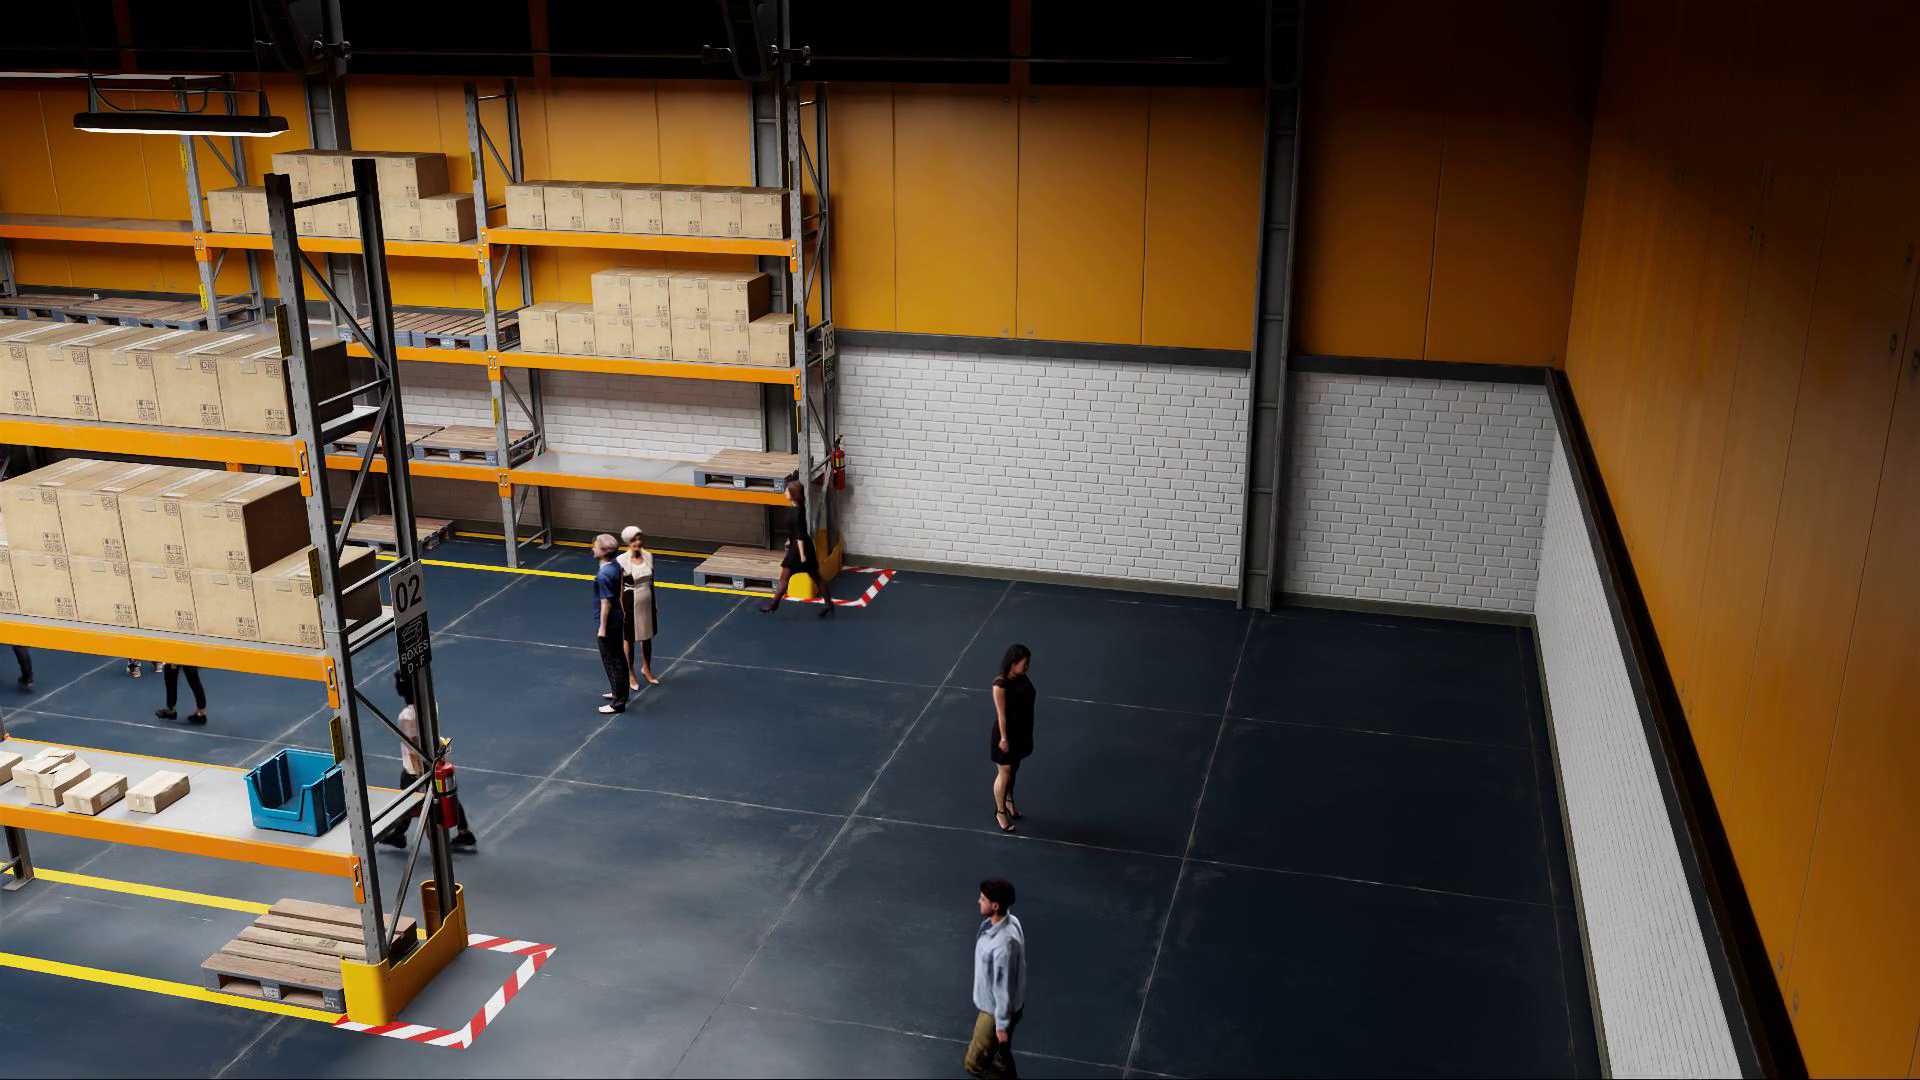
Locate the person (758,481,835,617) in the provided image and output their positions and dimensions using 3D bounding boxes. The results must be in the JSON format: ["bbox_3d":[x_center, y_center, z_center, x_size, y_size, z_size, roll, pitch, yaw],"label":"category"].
[{"bbox_3d":[-1.751,0.146,19.273,1.159,1.652,0.749,1,19,4],"label":"person"}]

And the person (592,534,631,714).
[{"bbox_3d":[-3.557,0.828,16.905,0.641,1.871,0.712,0,19,0],"label":"person"}]

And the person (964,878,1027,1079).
[{"bbox_3d":[0.336,2.990,10.601,0.737,1.797,0.752,1,19,3],"label":"person"}]

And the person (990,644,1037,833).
[{"bbox_3d":[0.439,1.704,14.556,0.619,1.711,0.671,7,20,20],"label":"person"}]

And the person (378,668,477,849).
[{"bbox_3d":[-4.476,1.877,14.088,1.086,1.682,0.651,4,19,11],"label":"person"}]

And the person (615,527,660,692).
[{"bbox_3d":[-3.391,0.701,17.460,0.702,1.756,0.719,-15,24,-38],"label":"person"}]
